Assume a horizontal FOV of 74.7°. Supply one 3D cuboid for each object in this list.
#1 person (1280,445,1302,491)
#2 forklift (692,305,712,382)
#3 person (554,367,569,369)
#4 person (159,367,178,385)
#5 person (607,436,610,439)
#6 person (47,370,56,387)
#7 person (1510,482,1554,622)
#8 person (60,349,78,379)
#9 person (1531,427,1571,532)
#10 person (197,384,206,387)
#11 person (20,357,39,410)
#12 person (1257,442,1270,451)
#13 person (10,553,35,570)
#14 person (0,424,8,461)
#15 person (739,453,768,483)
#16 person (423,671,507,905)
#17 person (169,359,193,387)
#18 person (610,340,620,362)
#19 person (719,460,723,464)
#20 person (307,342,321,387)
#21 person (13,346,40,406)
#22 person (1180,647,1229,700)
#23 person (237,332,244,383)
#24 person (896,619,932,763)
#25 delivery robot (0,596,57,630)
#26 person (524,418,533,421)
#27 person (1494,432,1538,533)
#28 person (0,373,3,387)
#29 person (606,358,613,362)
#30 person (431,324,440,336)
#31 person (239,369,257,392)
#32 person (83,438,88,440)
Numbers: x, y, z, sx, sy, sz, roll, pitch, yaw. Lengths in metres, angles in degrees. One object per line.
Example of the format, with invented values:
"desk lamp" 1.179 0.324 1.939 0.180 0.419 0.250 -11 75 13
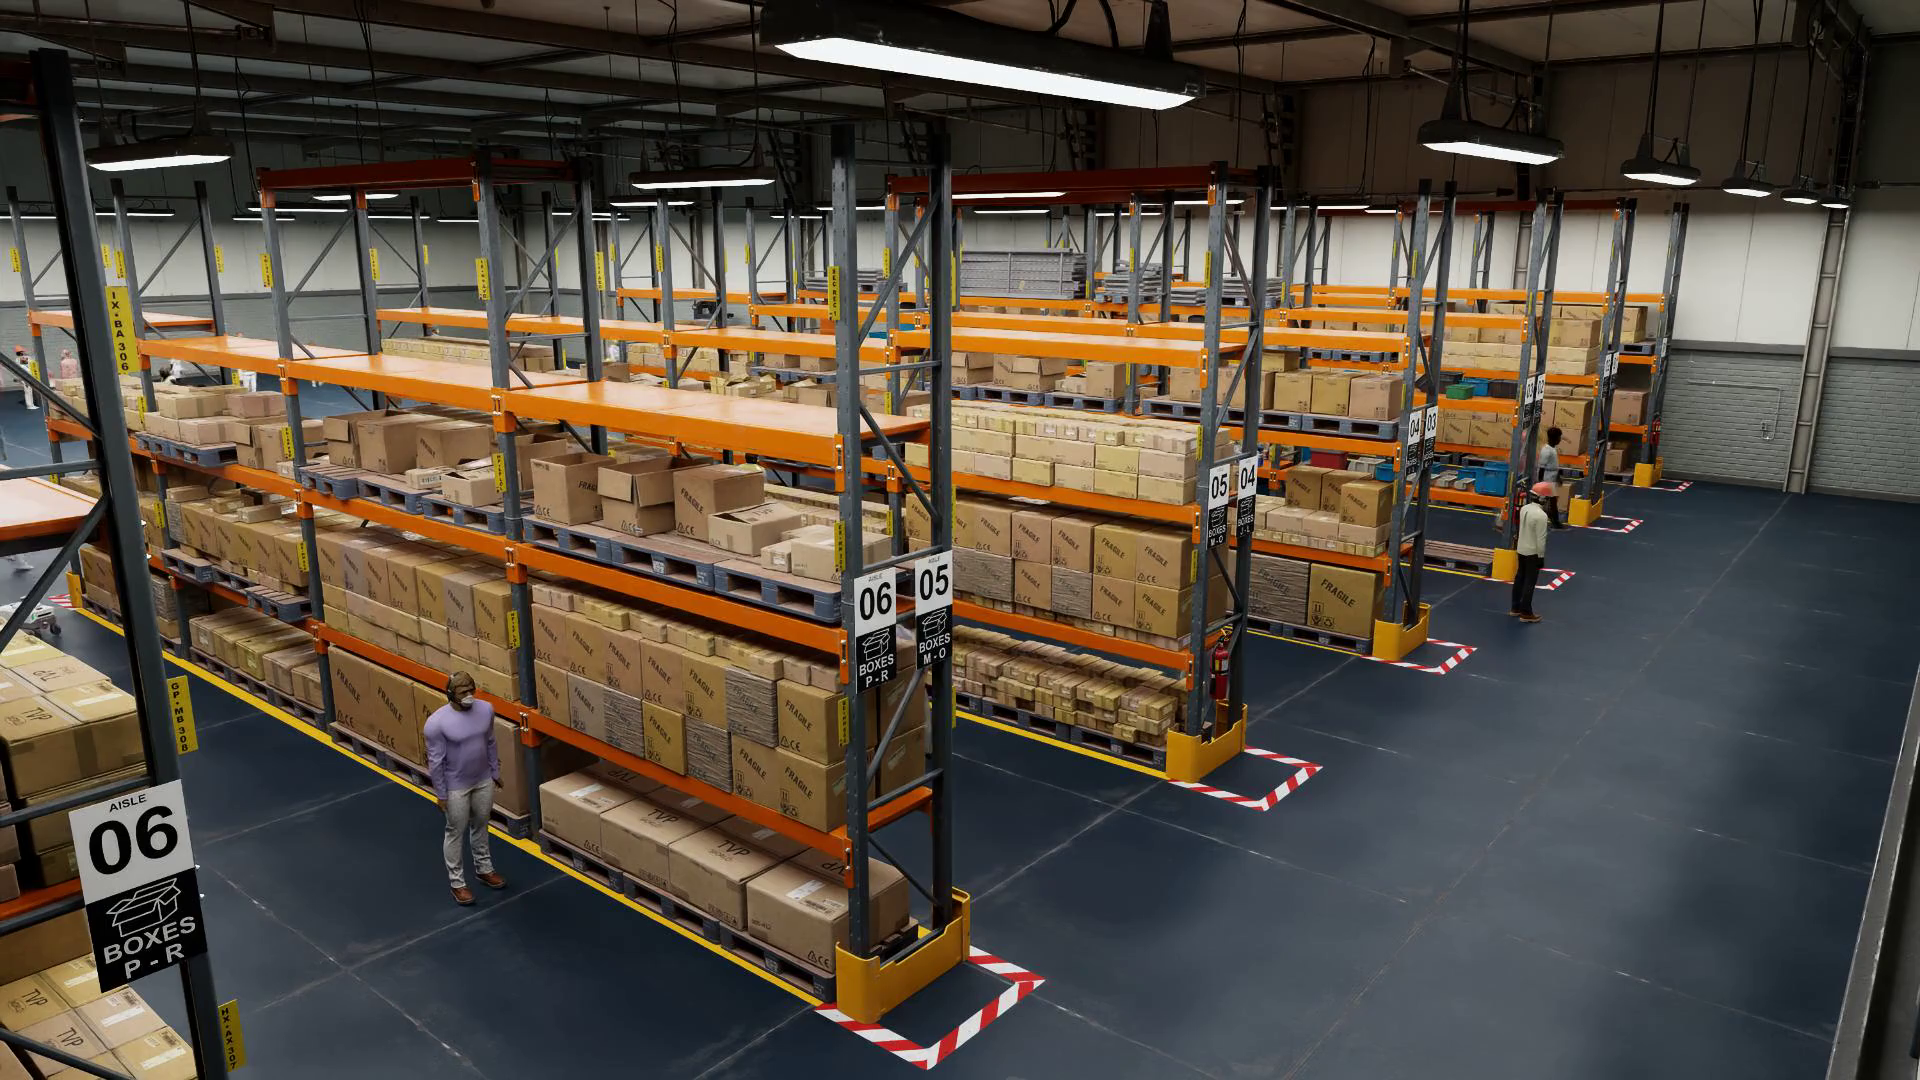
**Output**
"person" 7.060 -1.818 26.341 0.746 1.811 0.599 11 17 37
"forklift" -9.511 -7.392 47.124 1.873 2.768 1.129 11 17 38
"person" -11.464 -4.307 36.144 0.641 2.014 0.525 -4 14 -15
"person" -21.959 -3.930 35.089 0.609 1.790 0.986 13 19 43
"person" -6.328 -0.928 22.520 0.945 1.876 0.616 8 16 28
"person" -23.935 -3.518 33.167 0.659 1.885 0.684 -6 15 -24
"person" 8.116 0.158 17.843 0.406 1.987 0.615 -1 14 -3
"person" -27.535 -4.931 38.932 0.407 1.913 0.641 -1 14 -5
"person" 10.890 -1.159 23.411 0.985 1.923 0.607 8 16 30
"person" -19.053 -3.094 31.816 0.535 1.700 0.318 -1 14 -5
"person" -29.167 -4.907 39.398 0.307 1.641 0.514 -5 15 -21
"person" 6.143 -1.813 26.111 0.662 1.907 0.430 -12 18 -41
"person" -15.318 -0.299 20.466 0.360 1.617 0.543 -4 14 -18
"person" -19.995 -1.775 25.905 0.662 1.928 0.464 -11 17 -37
"person" -3.511 -0.643 21.438 0.627 1.844 0.429 5 14 18
"person" -4.047 2.001 10.359 0.371 1.940 0.627 9 16 33
"person" -26.815 -5.843 43.185 0.735 1.666 0.528 -3 14 -12
"person" -12.200 -6.360 45.006 0.565 1.812 0.607 7 16 28
"person" -5.704 -2.503 28.773 0.614 1.995 1.017 10 17 35
"person" -23.186 -6.306 45.174 0.514 1.615 0.579 -9 16 -32
"person" -29.874 -5.209 40.085 0.885 1.898 0.558 0 14 0
"person" 2.866 1.108 14.297 0.662 1.804 0.885 -13 19 -42
"person" -26.318 -6.708 46.295 0.797 1.877 0.654 12 18 40
"person" -0.584 1.423 13.034 0.919 1.794 0.599 8 16 28
"delivery robot" -12.741 1.011 17.207 0.707 0.478 0.477 5 15 20
"person" -11.254 -3.352 32.575 0.517 1.842 0.326 -1 14 -2
"person" 10.123 -0.999 22.698 0.608 1.946 1.030 -11 17 -38
"person" -29.989 -4.852 38.955 0.787 1.729 0.554 12 18 40
"person" -10.586 -4.635 38.119 0.890 1.716 0.533 7 15 26
"person" -20.309 -7.364 48.756 0.942 2.000 0.683 -2 14 -6
"person" -22.576 -5.140 39.893 0.633 1.864 0.597 7 15 26
"person" -22.897 -3.546 33.398 0.964 1.824 0.559 -11 17 -38
